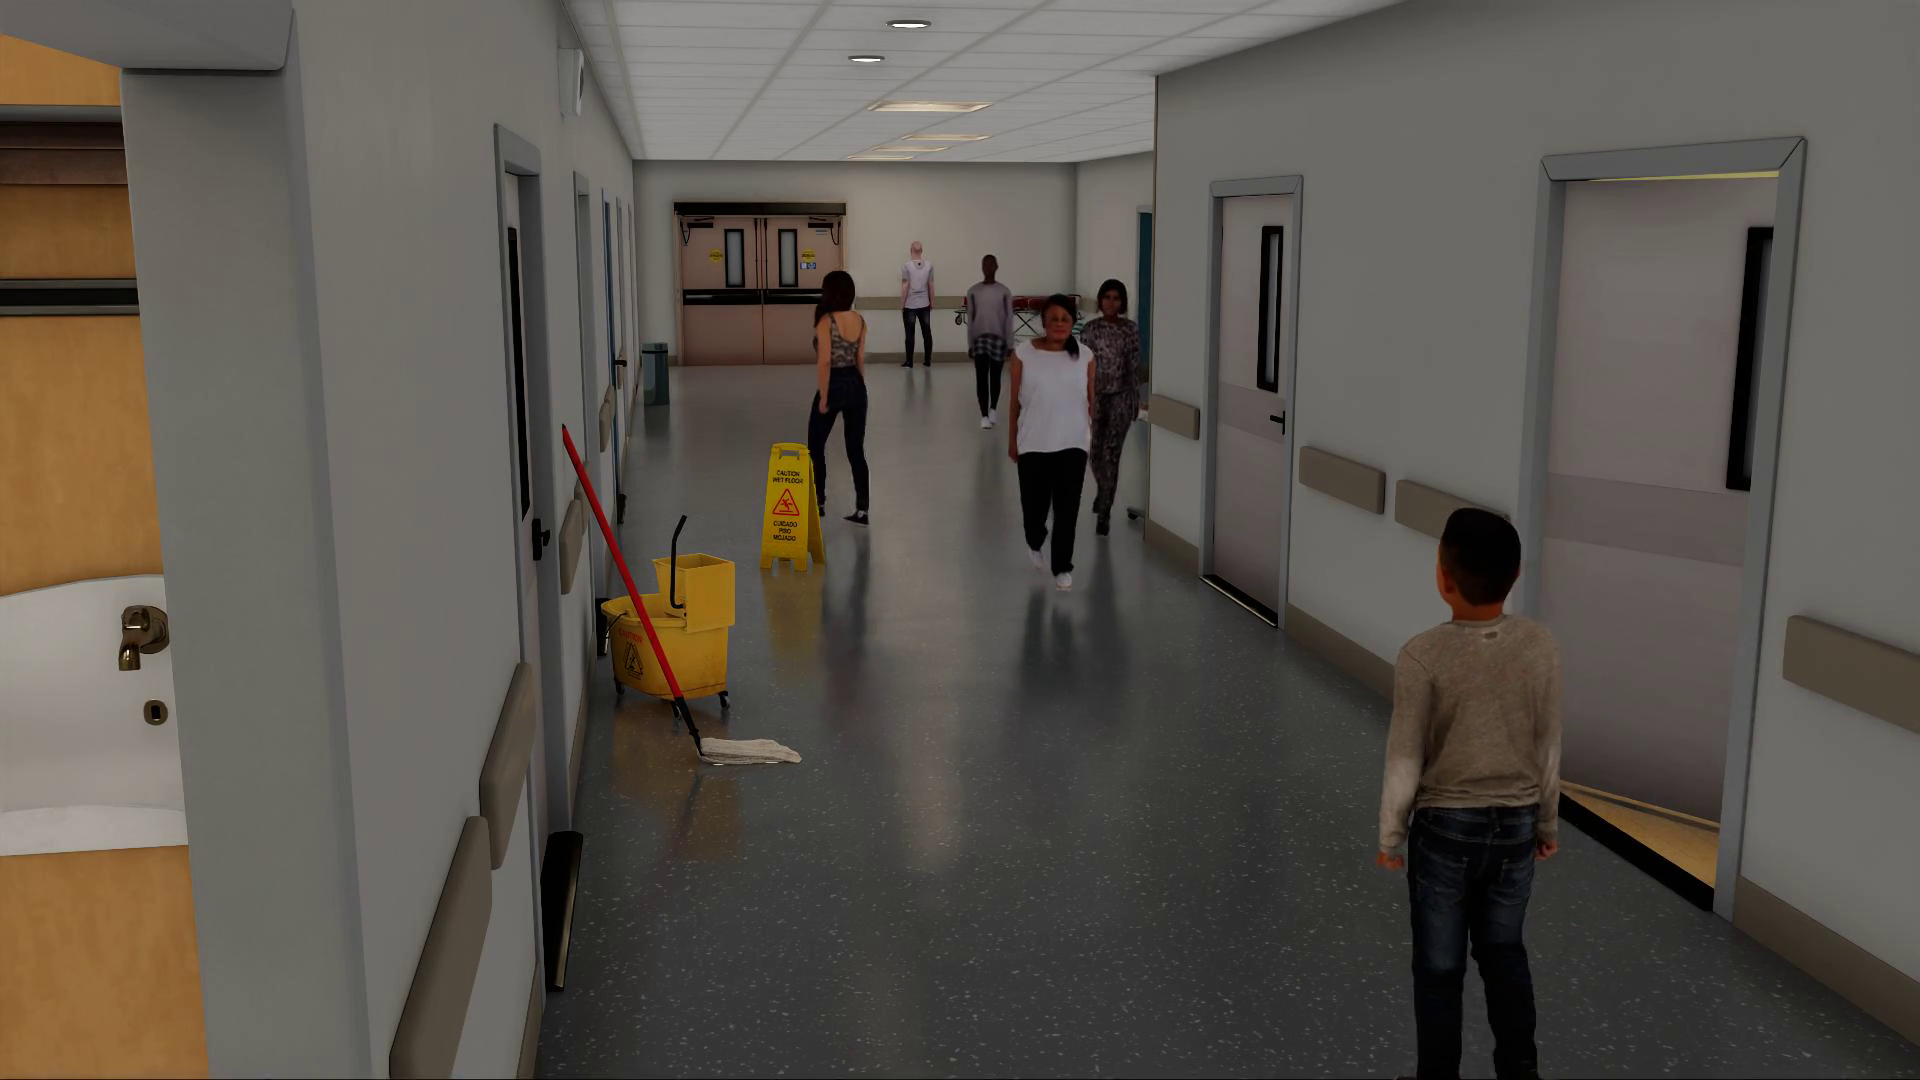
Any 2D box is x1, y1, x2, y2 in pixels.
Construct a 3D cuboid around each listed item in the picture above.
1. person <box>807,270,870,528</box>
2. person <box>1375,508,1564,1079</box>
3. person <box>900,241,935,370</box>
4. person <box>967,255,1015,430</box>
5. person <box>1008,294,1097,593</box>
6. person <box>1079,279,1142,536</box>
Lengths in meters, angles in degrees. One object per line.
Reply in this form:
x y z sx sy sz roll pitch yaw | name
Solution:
-0.746 -0.945 11.382 0.912 1.743 1.026 -10 15 -43 | person
1.156 0.670 3.651 0.562 1.452 0.671 -1 11 -7 | person
-0.634 -3.420 24.169 0.726 1.838 0.665 -5 12 -23 | person
0.312 -1.984 16.888 0.791 1.730 1.193 1 11 3 | person
0.530 -0.566 9.609 0.787 1.660 1.086 0 11 1 | person
1.011 -0.883 11.270 0.954 1.663 1.305 3 11 16 | person
